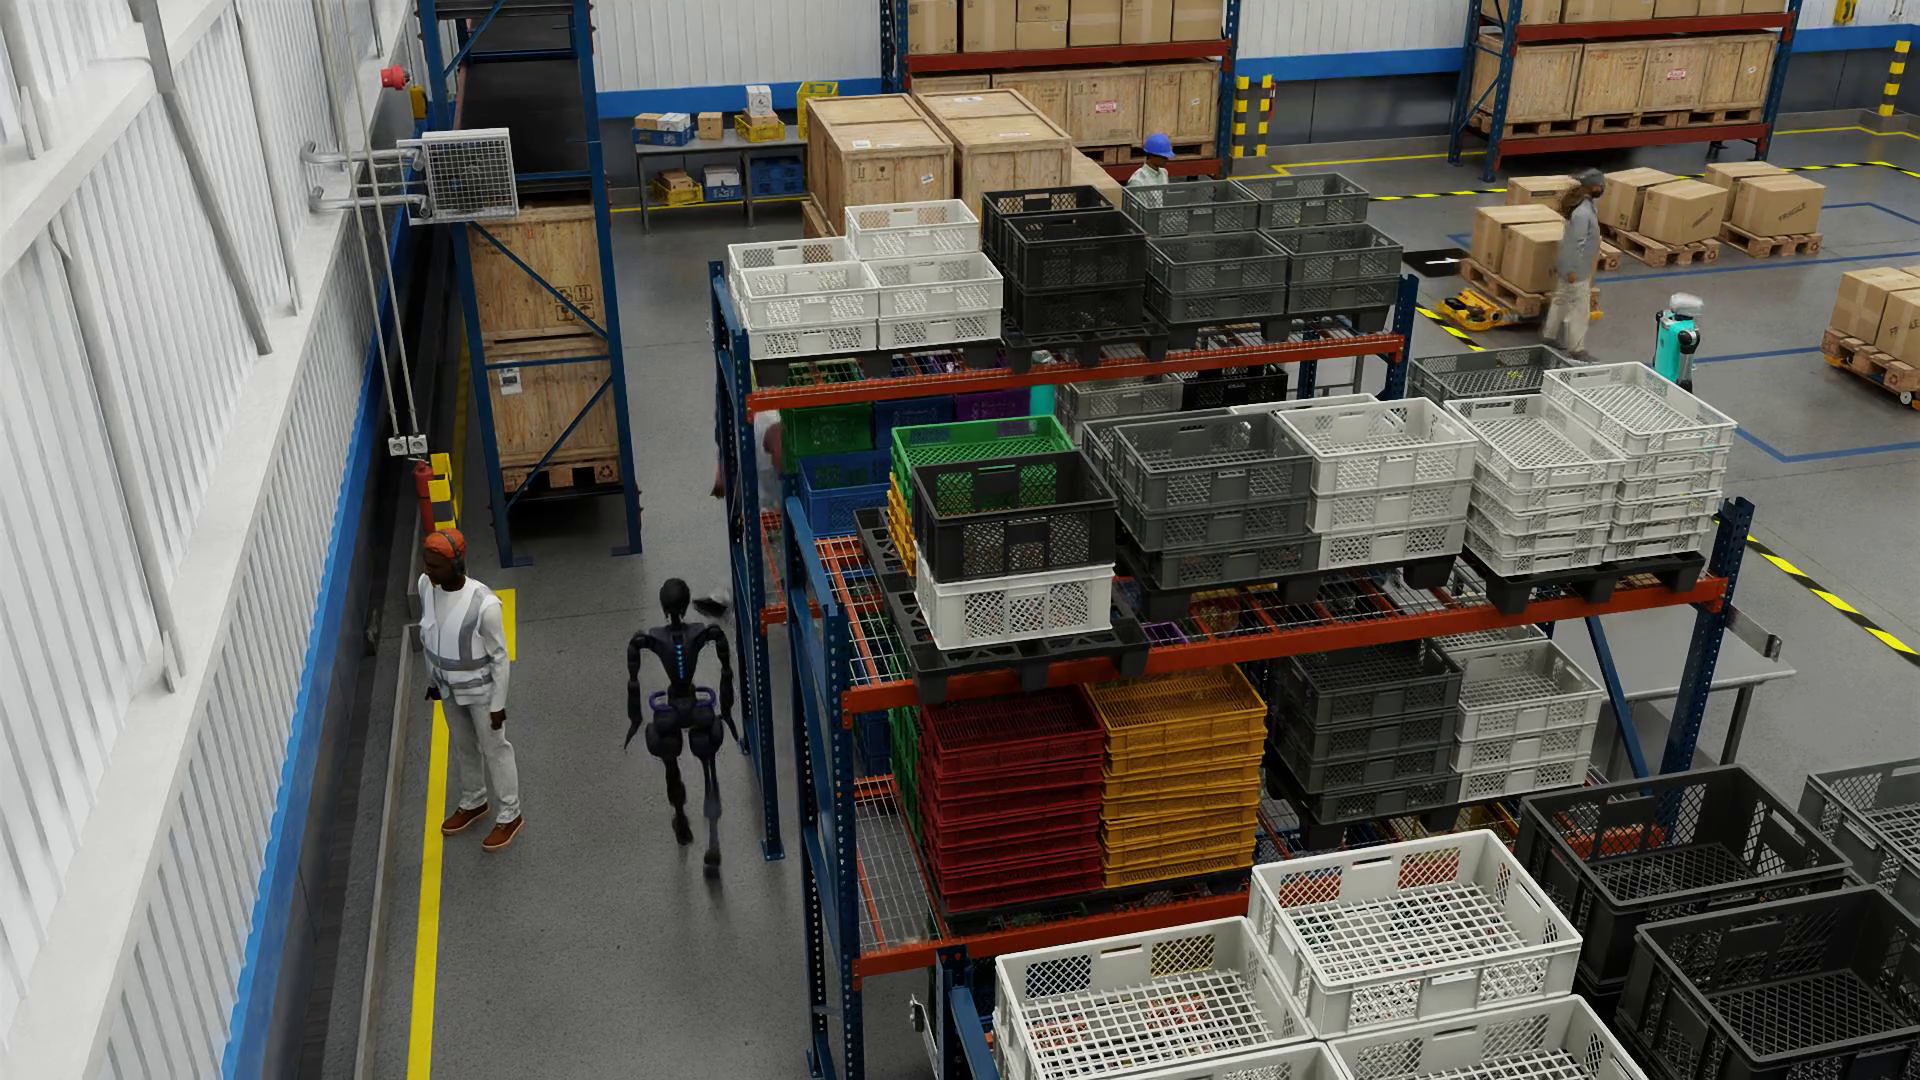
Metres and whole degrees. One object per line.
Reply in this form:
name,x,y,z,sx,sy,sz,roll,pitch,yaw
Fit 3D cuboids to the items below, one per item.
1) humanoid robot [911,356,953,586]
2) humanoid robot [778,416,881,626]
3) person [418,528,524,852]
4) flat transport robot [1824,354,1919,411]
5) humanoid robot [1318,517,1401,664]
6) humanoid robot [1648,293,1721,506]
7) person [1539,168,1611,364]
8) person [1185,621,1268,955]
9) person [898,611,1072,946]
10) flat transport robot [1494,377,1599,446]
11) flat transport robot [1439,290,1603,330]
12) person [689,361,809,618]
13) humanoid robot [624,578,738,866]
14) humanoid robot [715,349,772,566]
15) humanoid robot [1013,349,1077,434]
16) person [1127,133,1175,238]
humanoid robot,-0.371,-0.424,11.356,0.782,1.869,0.530,17,32,29
humanoid robot,-0.717,-0.151,10.763,1.042,1.725,0.555,-8,29,-14
person,-2.617,0.789,8.820,0.573,1.882,0.356,15,32,27
flat transport robot,8.473,-1.467,14.800,0.652,0.197,1.431,-6,28,-12
humanoid robot,2.479,0.190,10.217,0.609,1.625,0.761,-18,33,-31
humanoid robot,5.404,-1.006,12.236,0.735,1.677,0.533,-1,28,-2
person,5.718,-2.522,15.255,0.583,1.739,0.591,8,29,14
person,1.292,1.206,8.071,0.429,1.842,0.632,22,35,35
person,0.217,1.127,8.074,1.066,1.989,0.626,-10,29,-18
flat transport robot,4.780,-1.036,14.013,0.659,0.231,1.431,-6,28,-12
flat transport robot,5.550,-2.330,16.438,1.431,0.197,0.652,-6,28,-12
person,-1.427,-0.362,11.110,1.000,1.768,0.600,-18,33,-30
humanoid robot,-1.457,0.979,8.699,0.601,1.640,0.616,-7,29,-12
humanoid robot,-1.467,-0.609,11.697,0.589,1.636,0.551,17,32,29
humanoid robot,0.402,-0.475,11.395,0.543,1.800,0.794,22,35,35
person,1.783,-2.879,15.723,0.411,1.939,0.606,19,33,31
